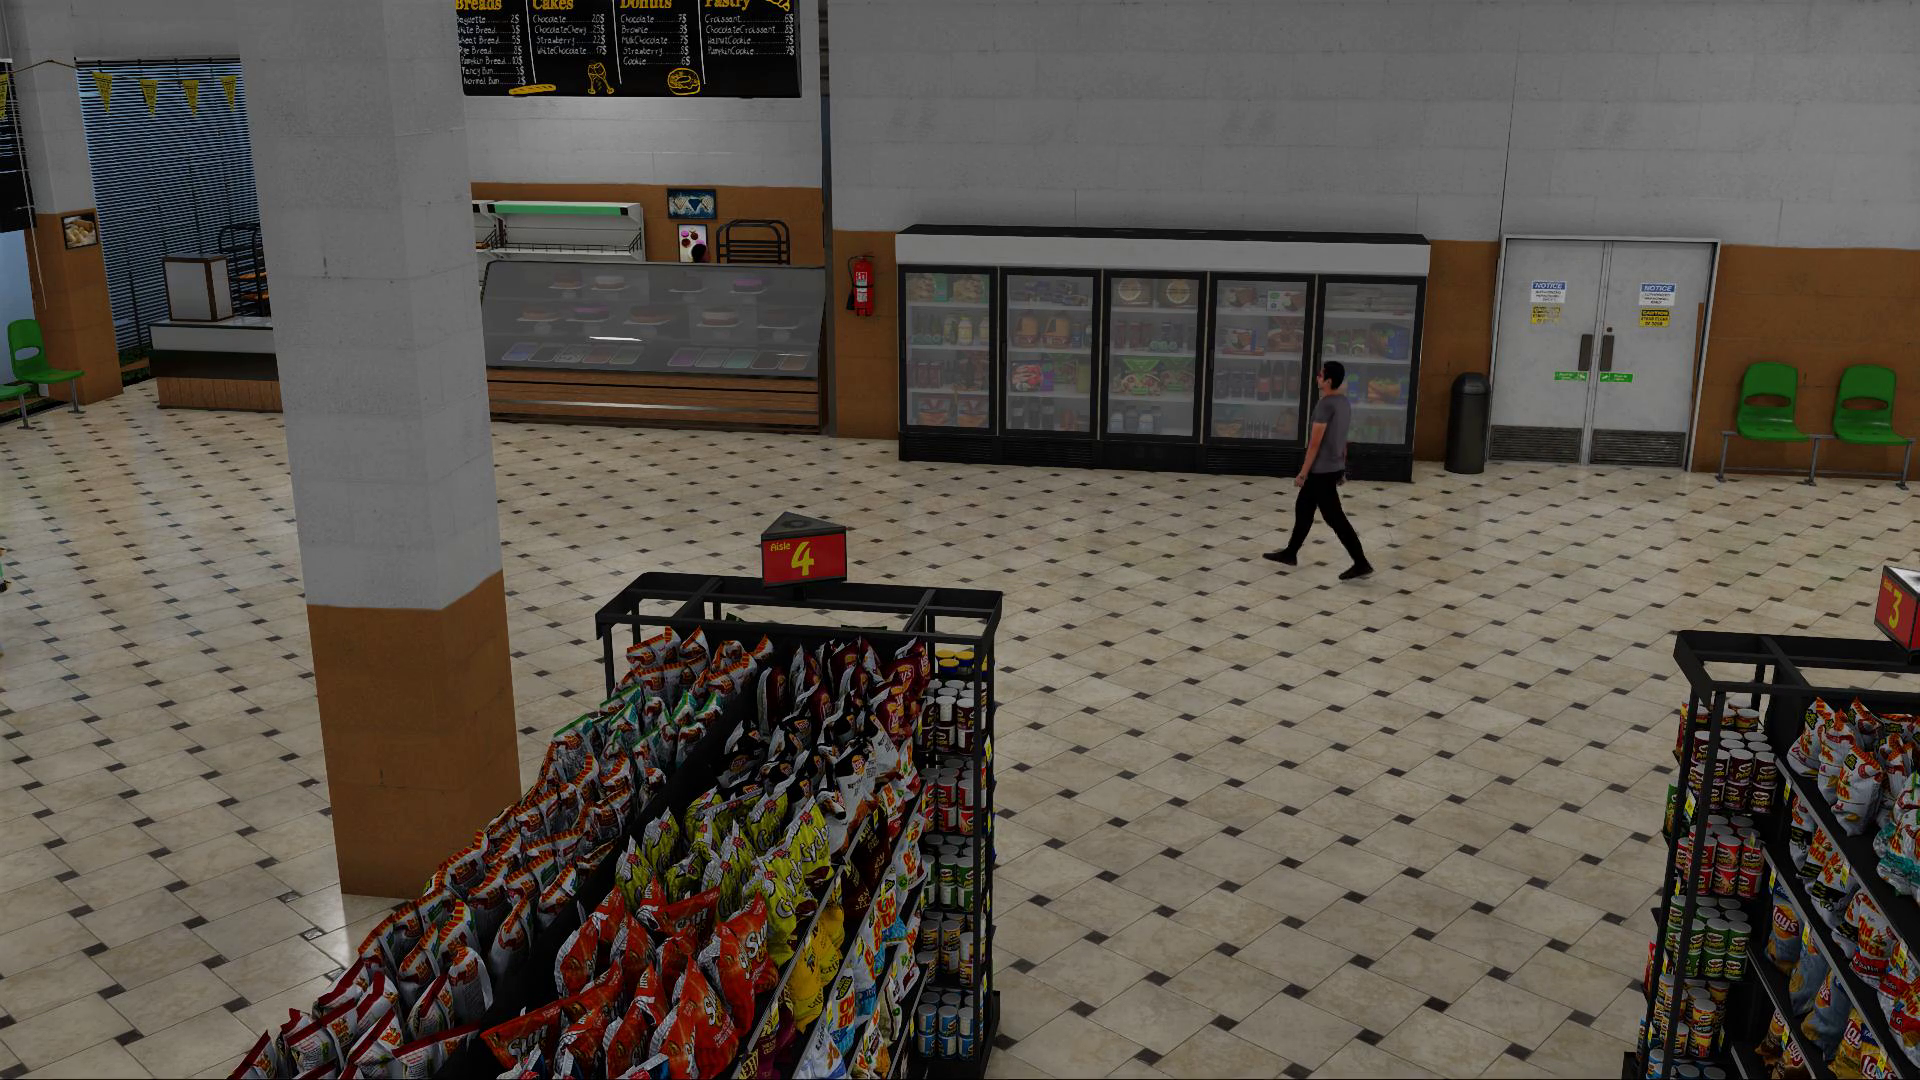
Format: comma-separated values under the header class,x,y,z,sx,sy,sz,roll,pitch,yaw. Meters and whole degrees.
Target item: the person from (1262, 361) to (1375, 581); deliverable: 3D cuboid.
class,x,y,z,sx,sy,sz,roll,pitch,yaw
person,2.956,-0.516,13.096,0.907,1.722,1.175,9,19,26
